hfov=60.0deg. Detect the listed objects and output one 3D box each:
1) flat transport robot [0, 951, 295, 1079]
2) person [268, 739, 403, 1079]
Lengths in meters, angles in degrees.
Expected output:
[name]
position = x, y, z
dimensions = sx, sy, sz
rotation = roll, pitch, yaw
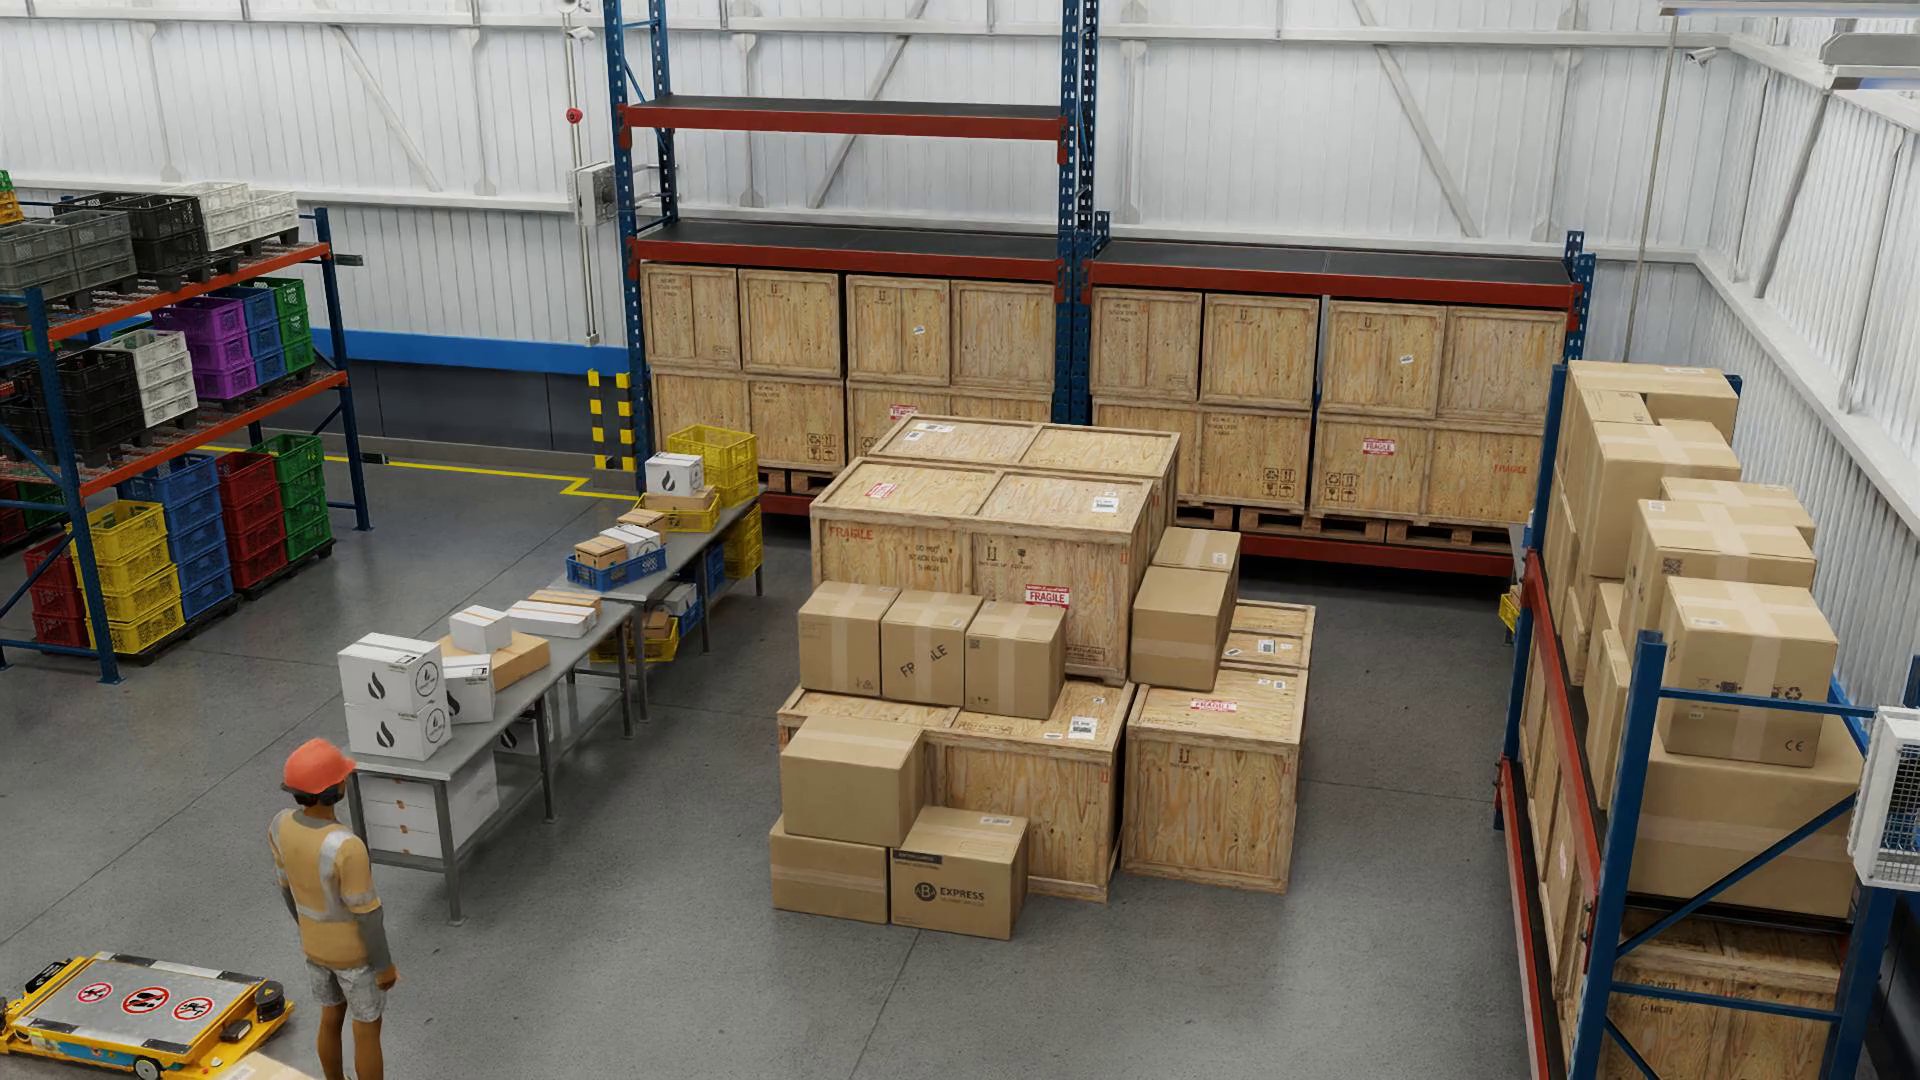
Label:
[flat transport robot]
position = -4.270, 2.464, 8.601
dimensions = 1.431, 0.231, 0.659
rotation = 5, 22, 13
[person]
position = -2.854, 1.852, 7.715
dimensions = 0.606, 2.048, 0.366
rotation = 12, 24, 29
